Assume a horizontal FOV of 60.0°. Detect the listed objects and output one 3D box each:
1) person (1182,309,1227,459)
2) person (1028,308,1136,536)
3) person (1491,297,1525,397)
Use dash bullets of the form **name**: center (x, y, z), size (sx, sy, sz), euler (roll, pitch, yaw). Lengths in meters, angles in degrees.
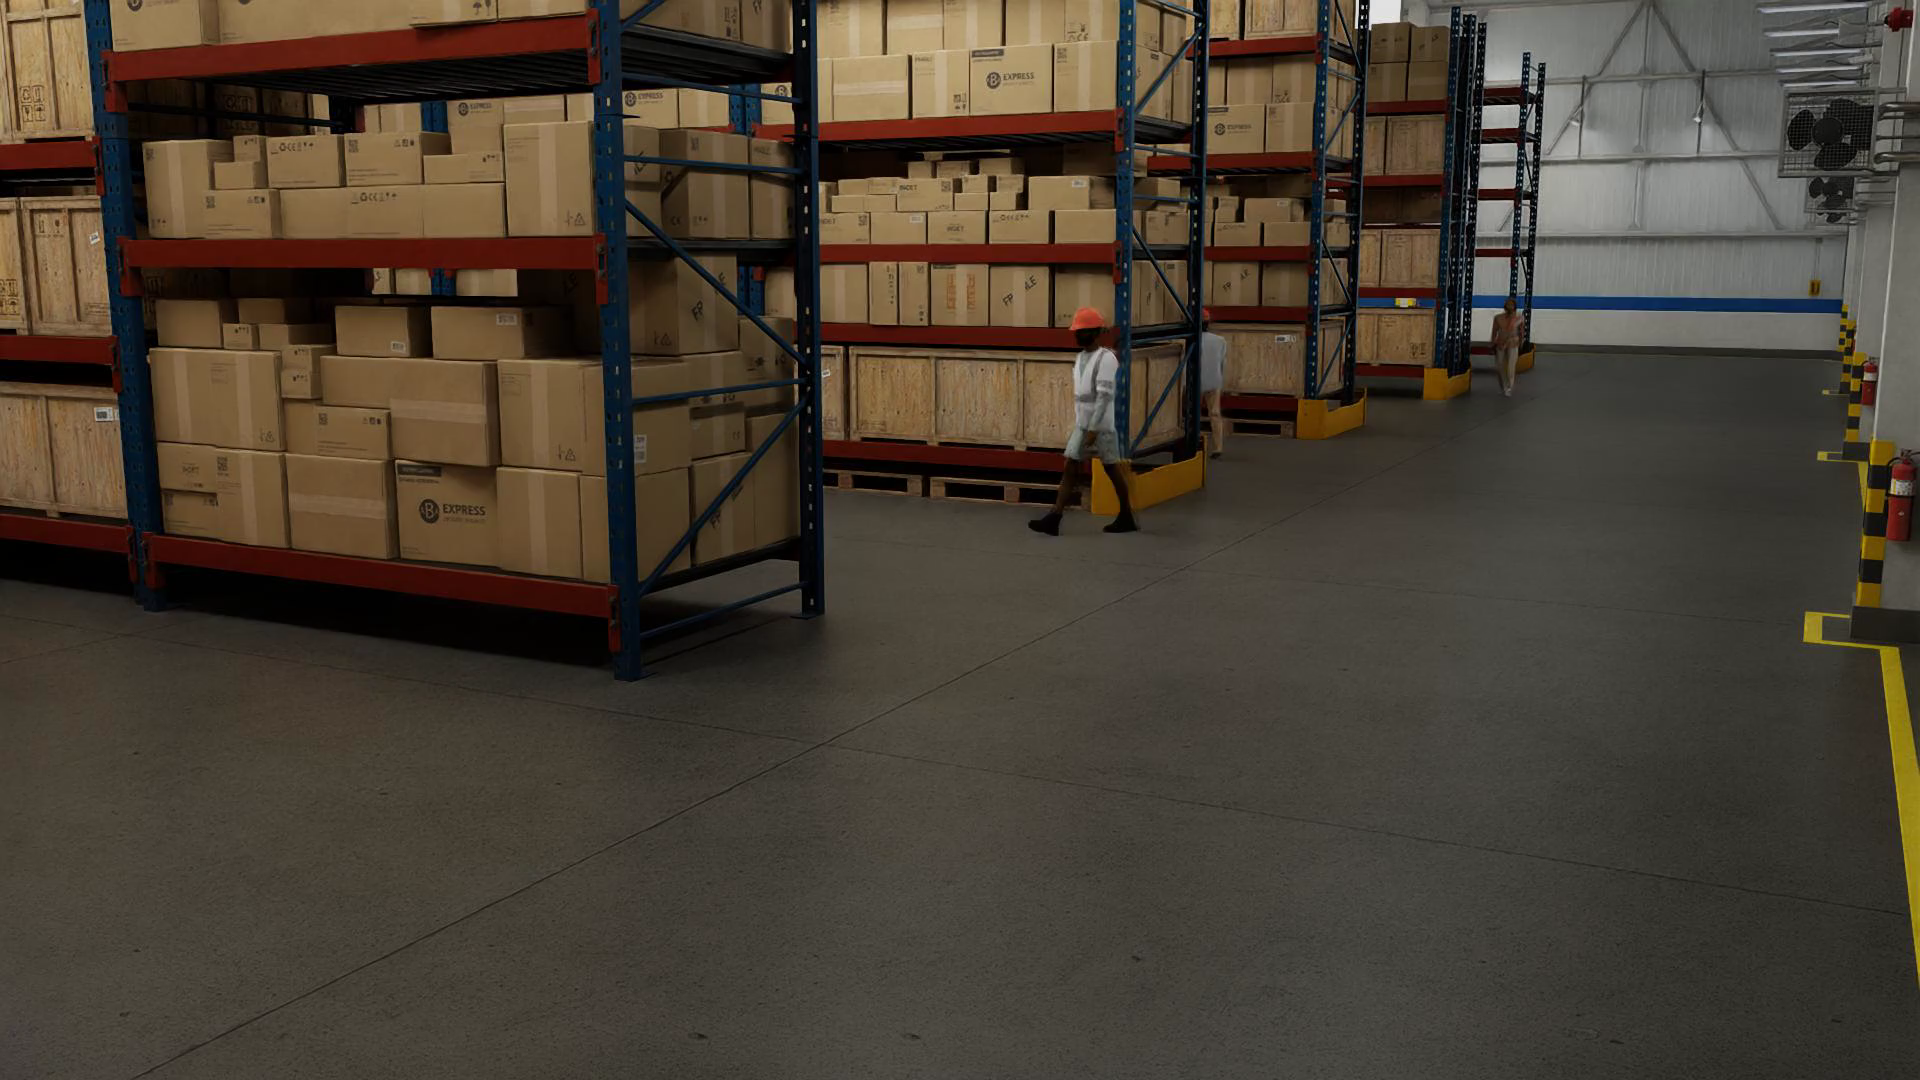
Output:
- **person**: center (2.780, -1.787, 19.007), size (0.577, 1.701, 0.914), euler (-3, 10, -14)
- **person**: center (1.056, -0.963, 13.706), size (0.996, 1.884, 0.547), euler (-6, 12, -32)
- **person**: center (8.945, -3.152, 27.141), size (0.511, 1.616, 0.624), euler (4, 11, 23)
